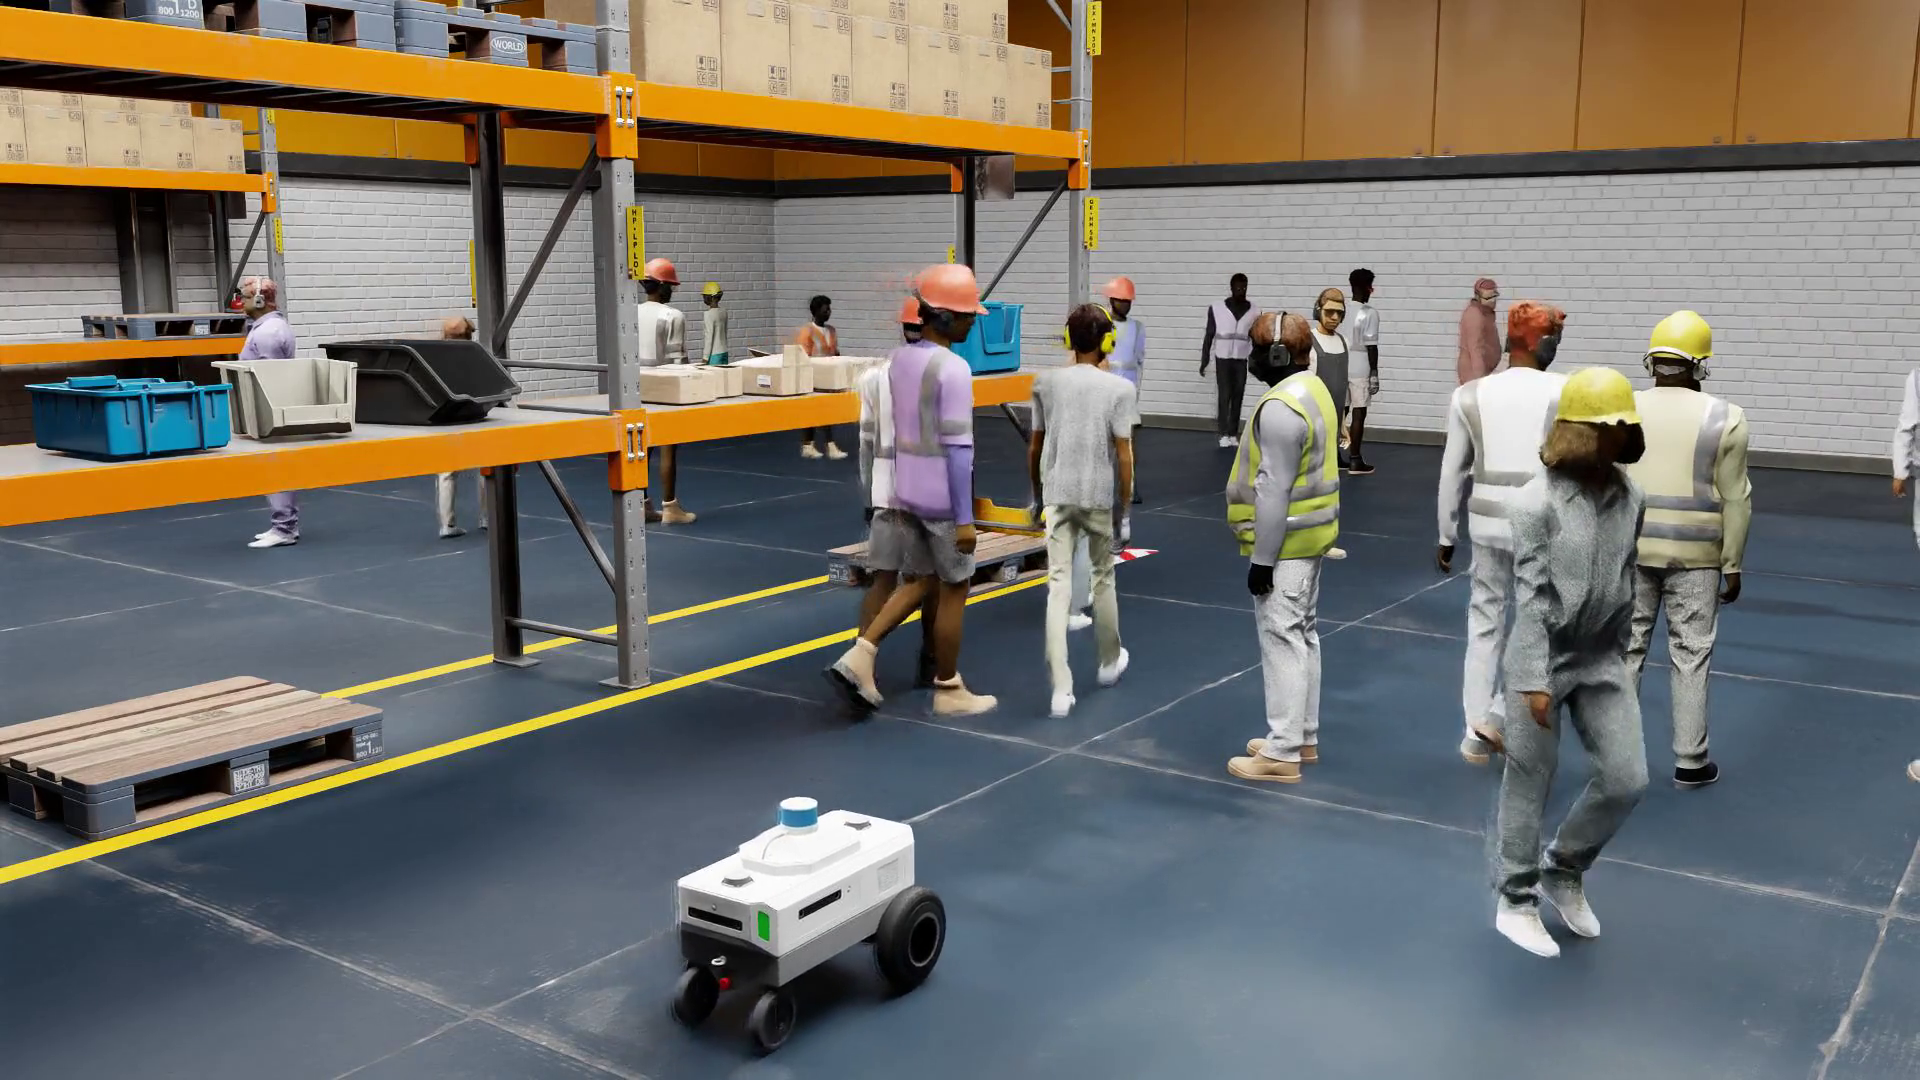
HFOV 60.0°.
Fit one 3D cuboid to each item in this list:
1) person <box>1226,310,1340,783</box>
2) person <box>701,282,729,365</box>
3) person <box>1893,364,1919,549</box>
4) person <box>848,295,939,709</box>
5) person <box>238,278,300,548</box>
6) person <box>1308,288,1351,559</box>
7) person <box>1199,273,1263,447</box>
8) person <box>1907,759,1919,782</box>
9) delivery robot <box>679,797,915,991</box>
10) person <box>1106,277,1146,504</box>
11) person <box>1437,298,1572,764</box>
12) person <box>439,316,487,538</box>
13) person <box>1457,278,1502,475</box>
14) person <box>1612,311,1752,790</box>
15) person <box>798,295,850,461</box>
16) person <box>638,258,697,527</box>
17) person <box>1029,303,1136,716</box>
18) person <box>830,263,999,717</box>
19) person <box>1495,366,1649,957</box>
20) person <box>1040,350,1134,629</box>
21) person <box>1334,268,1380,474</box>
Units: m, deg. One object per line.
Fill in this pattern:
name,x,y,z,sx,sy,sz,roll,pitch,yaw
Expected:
person,1.260,0.025,6.532,0.432,1.836,0.618,4,10,21
person,-2.998,-2.256,20.292,0.314,1.769,0.524,3,10,18
person,5.522,-0.412,9.218,0.602,1.806,0.839,7,12,36
person,-0.247,-0.188,7.585,0.556,1.900,0.891,3,10,20
person,-4.927,-0.897,11.816,0.395,1.903,0.674,-3,10,-18
person,2.434,-0.768,11.206,0.505,1.841,0.347,-7,12,-35
person,2.964,-1.925,17.975,0.669,1.880,0.829,-1,10,-5
person,3.975,0.066,5.942,0.621,1.951,0.993,-3,10,-17
delivery robot,-0.436,0.947,4.535,0.477,0.478,0.707,6,11,33
person,1.309,-1.290,14.177,0.543,1.901,0.972,-2,10,-10
person,2.182,-0.009,6.572,0.656,1.874,0.388,7,12,35
person,-3.633,-0.840,12.275,0.537,1.608,0.705,4,10,21
person,4.967,-1.567,15.922,0.398,1.866,0.791,3,10,17
person,2.721,0.042,6.404,0.588,1.834,0.403,7,12,36
person,-1.337,-1.632,16.843,0.775,1.661,0.552,6,11,30
person,-2.295,-1.126,12.744,0.615,2.038,0.395,6,11,32
person,0.556,-0.162,7.644,0.543,1.819,0.932,3,10,16
person,-0.170,-0.176,7.192,0.693,2.016,0.612,-5,11,-26
person,1.763,0.364,4.811,0.491,1.732,0.409,-3,10,-19
person,0.735,-0.336,9.362,0.523,1.596,0.825,5,11,27
person,3.765,-1.609,15.870,0.373,1.958,0.607,-5,11,-29
